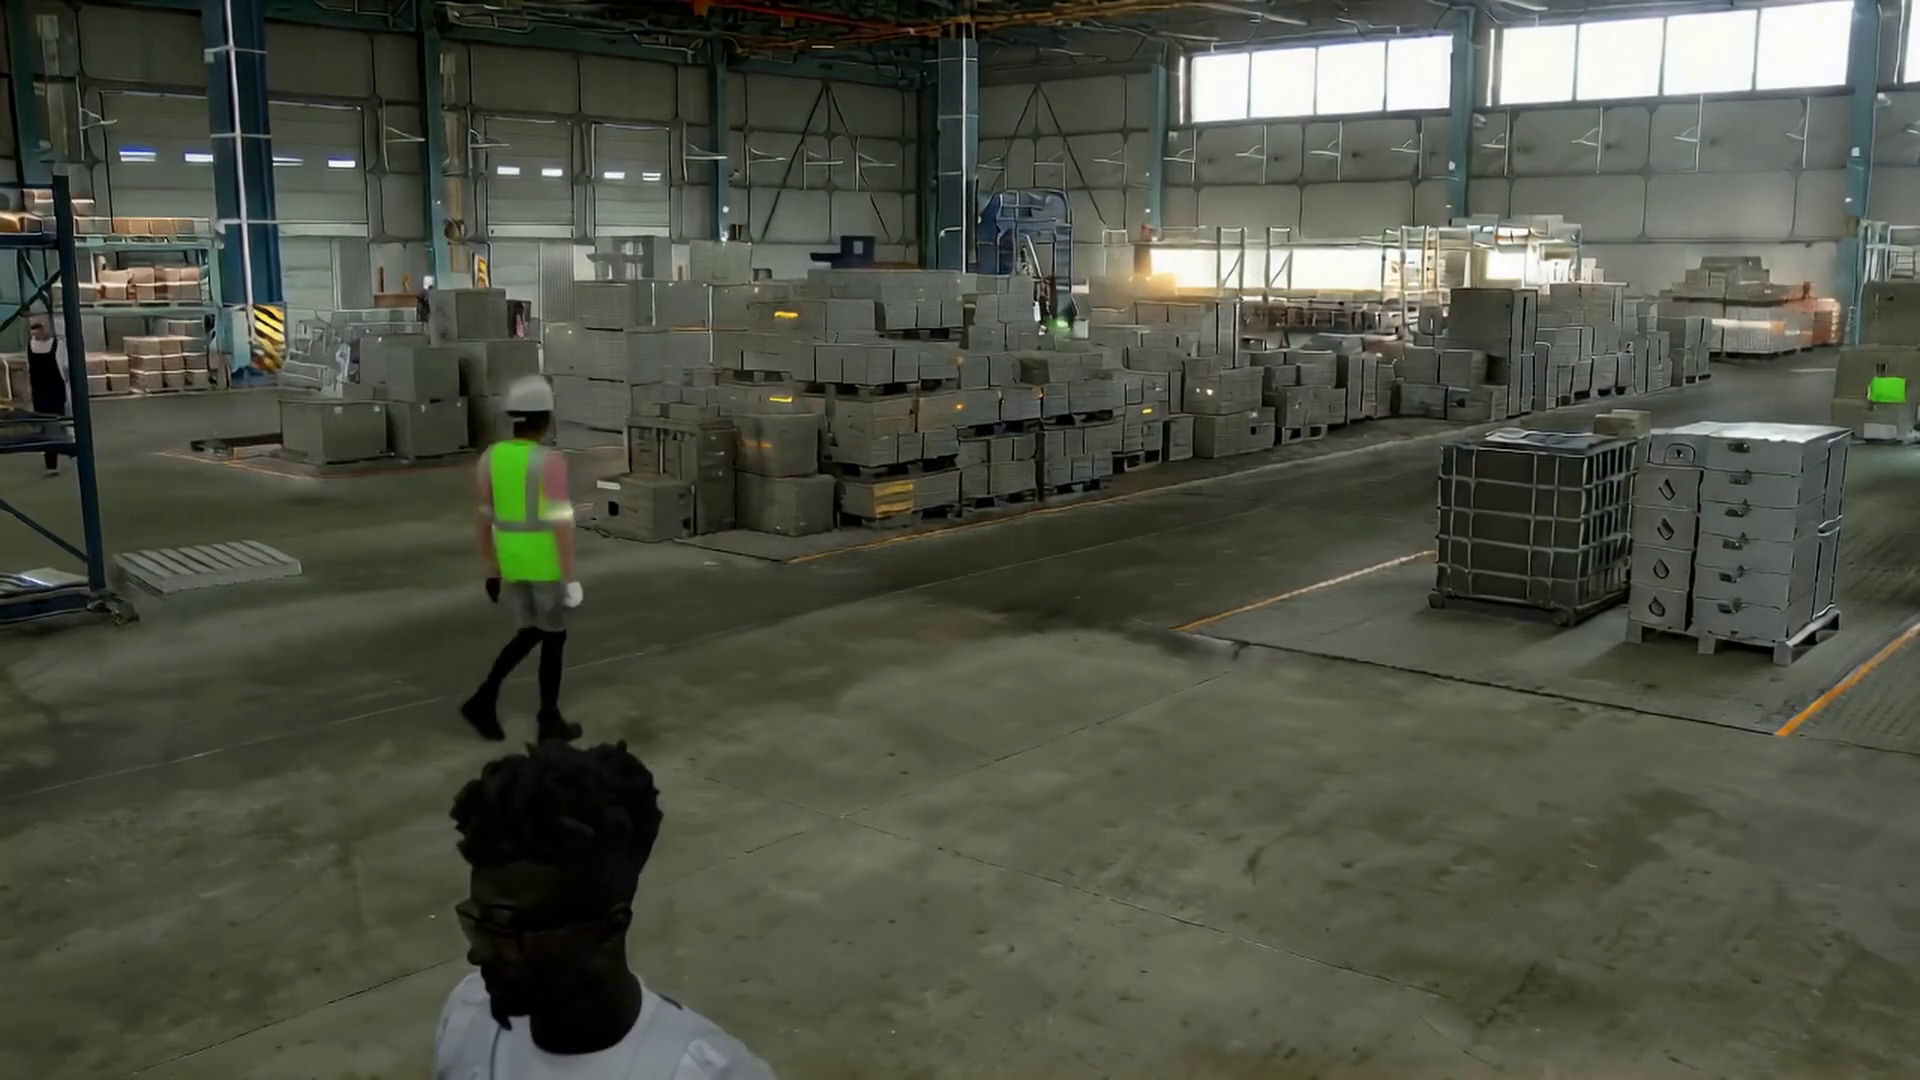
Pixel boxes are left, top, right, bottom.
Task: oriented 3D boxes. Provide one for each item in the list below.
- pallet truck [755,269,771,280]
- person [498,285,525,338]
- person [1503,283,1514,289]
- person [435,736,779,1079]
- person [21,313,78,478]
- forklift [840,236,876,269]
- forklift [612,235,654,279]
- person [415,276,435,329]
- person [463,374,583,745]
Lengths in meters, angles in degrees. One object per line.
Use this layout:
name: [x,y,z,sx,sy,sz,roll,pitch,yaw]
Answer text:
pallet truck: [-4.996,-6.432,45.525,1.885,1.965,0.823,-6,12,-32]
person: [-8.049,-3.580,29.593,0.630,1.904,0.974,-4,11,-21]
person: [10.353,-3.901,31.379,0.552,1.897,0.607,-9,13,-40]
person: [-0.470,1.201,2.152,0.600,1.967,0.368,7,12,33]
person: [-10.141,-1.615,18.565,0.538,1.834,0.535,-1,10,-5]
forklift: [-2.351,-5.674,38.698,1.873,2.768,1.129,-9,13,-42]
forklift: [-7.300,-5.450,37.421,1.873,2.768,1.129,8,13,40]
person: [-13.050,-5.535,40.788,0.634,1.855,1.031,-5,11,-26]
person: [-2.188,0.133,8.367,0.550,1.921,0.569,6,12,32]
